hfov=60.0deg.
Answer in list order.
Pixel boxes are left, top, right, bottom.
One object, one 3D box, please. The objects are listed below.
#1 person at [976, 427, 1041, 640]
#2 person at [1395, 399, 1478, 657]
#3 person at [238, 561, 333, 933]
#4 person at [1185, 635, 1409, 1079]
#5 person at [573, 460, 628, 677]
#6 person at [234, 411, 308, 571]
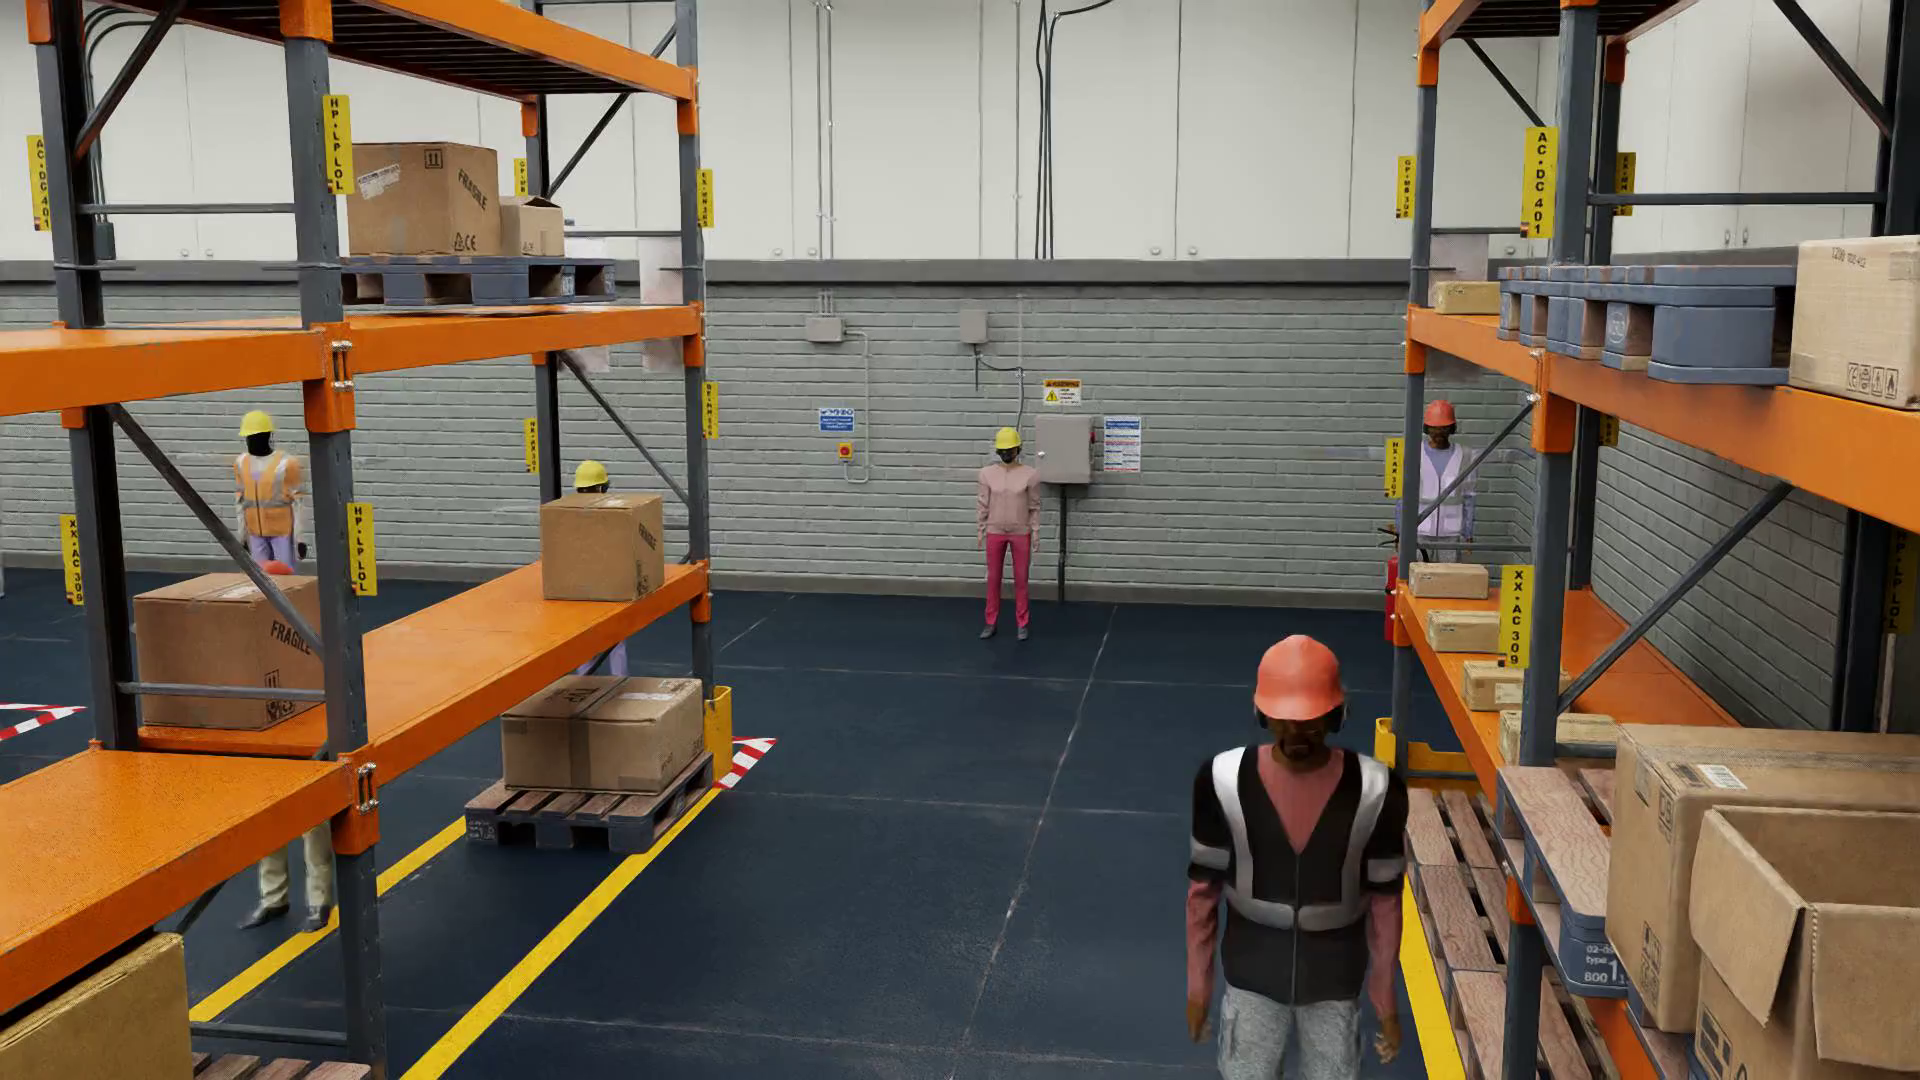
[{"bbox_3d":[0.395,-0.048,13.636,0.533,1.767,0.325,1,9,9],"label":"person"},{"bbox_3d":[3.710,-0.079,12.978,0.614,2.040,0.390,1,9,9],"label":"person"},{"bbox_3d":[-3.088,0.951,7.591,0.593,1.738,0.377,1,9,3],"label":"person"},{"bbox_3d":[0.953,1.263,4.773,0.615,2.029,0.481,2,9,12],"label":"person"},{"bbox_3d":[-2.463,0.337,11.264,0.533,1.767,0.325,1,9,9],"label":"person"},{"bbox_3d":[-5.560,-0.082,13.438,0.633,1.913,0.456,2,9,13],"label":"person"}]
